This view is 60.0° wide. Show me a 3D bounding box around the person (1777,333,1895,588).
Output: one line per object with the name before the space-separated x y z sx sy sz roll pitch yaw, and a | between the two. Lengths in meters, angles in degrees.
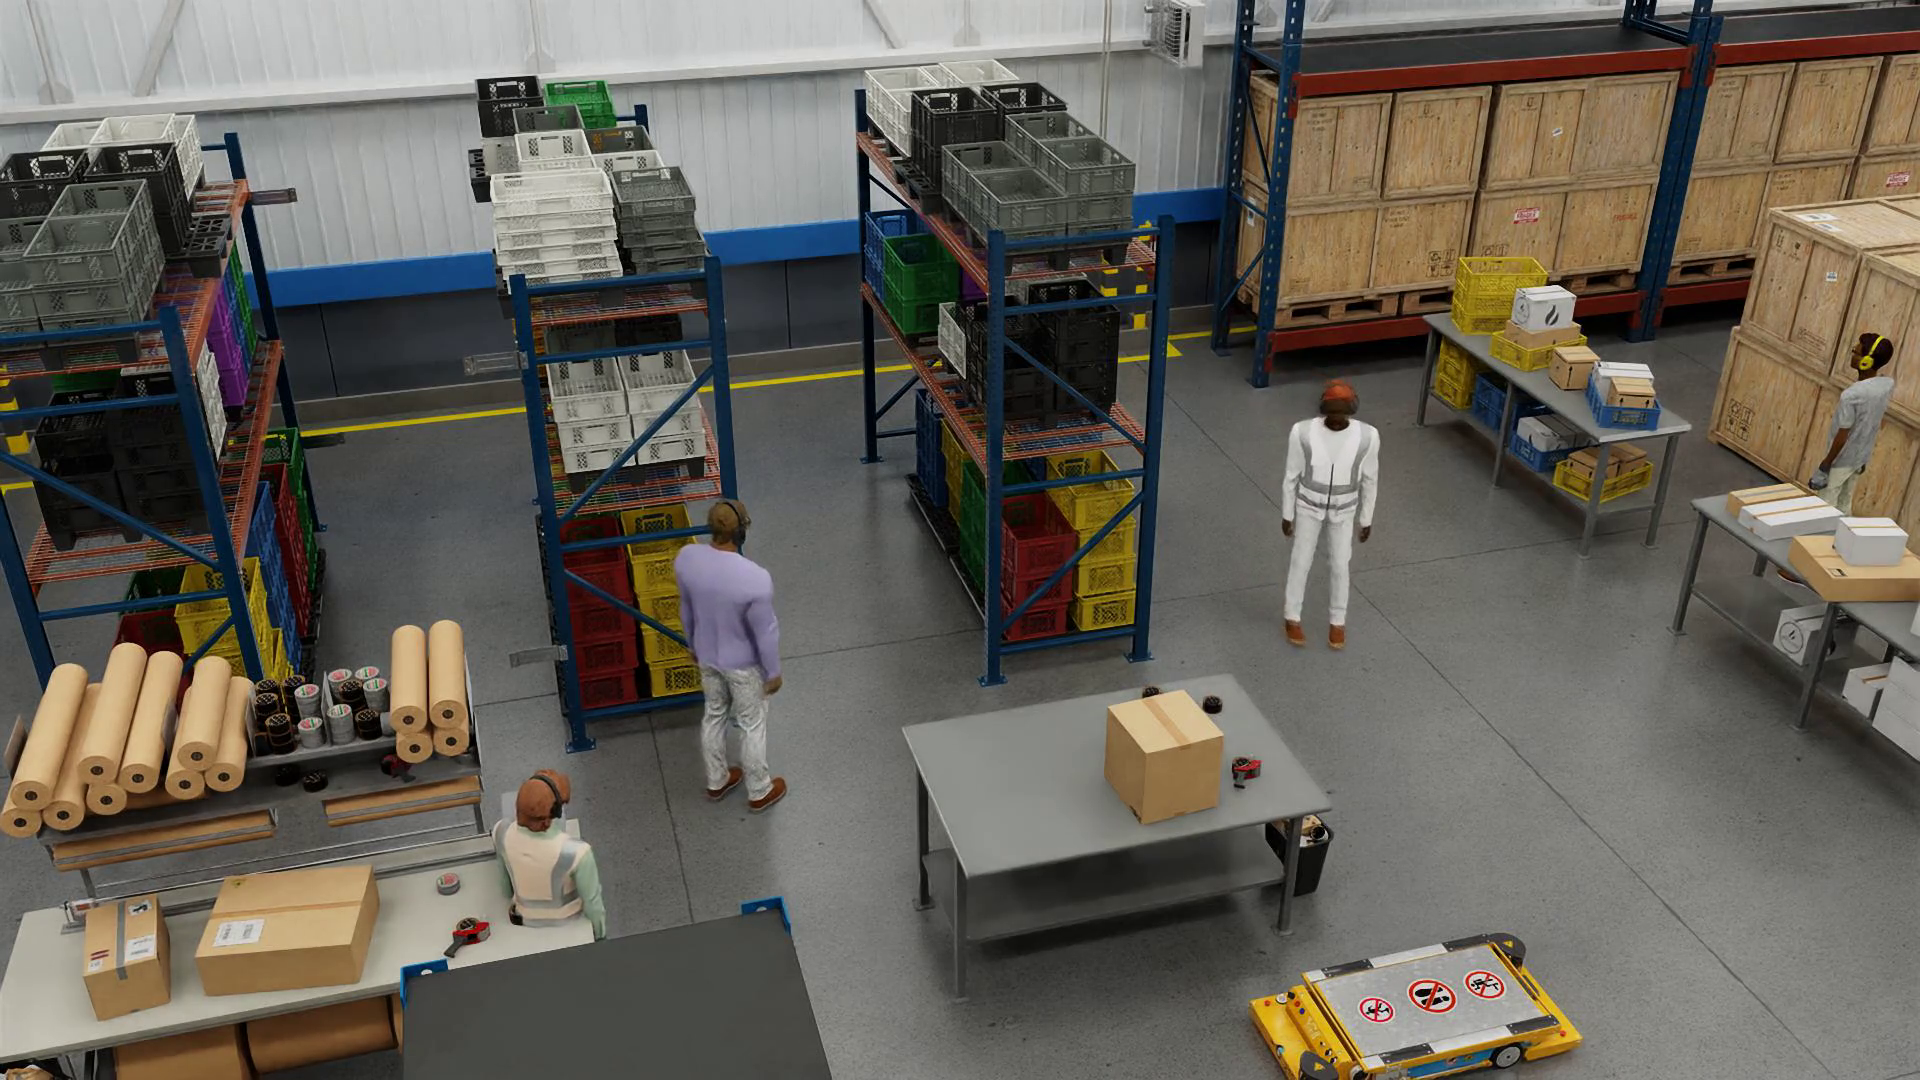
person | 6.081 -0.544 11.474 0.526 1.872 0.324 -17 33 -28

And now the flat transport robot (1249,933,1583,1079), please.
flat transport robot | 2.184 2.282 7.980 1.431 0.197 0.652 -8 30 -14

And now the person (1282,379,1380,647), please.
person | 2.387 -0.182 10.808 0.586 1.878 0.363 5 29 9

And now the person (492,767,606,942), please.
person | -1.840 1.753 7.543 0.523 1.631 0.316 10 30 17

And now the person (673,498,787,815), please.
person | -1.269 0.647 9.242 0.634 1.933 0.369 15 32 25
